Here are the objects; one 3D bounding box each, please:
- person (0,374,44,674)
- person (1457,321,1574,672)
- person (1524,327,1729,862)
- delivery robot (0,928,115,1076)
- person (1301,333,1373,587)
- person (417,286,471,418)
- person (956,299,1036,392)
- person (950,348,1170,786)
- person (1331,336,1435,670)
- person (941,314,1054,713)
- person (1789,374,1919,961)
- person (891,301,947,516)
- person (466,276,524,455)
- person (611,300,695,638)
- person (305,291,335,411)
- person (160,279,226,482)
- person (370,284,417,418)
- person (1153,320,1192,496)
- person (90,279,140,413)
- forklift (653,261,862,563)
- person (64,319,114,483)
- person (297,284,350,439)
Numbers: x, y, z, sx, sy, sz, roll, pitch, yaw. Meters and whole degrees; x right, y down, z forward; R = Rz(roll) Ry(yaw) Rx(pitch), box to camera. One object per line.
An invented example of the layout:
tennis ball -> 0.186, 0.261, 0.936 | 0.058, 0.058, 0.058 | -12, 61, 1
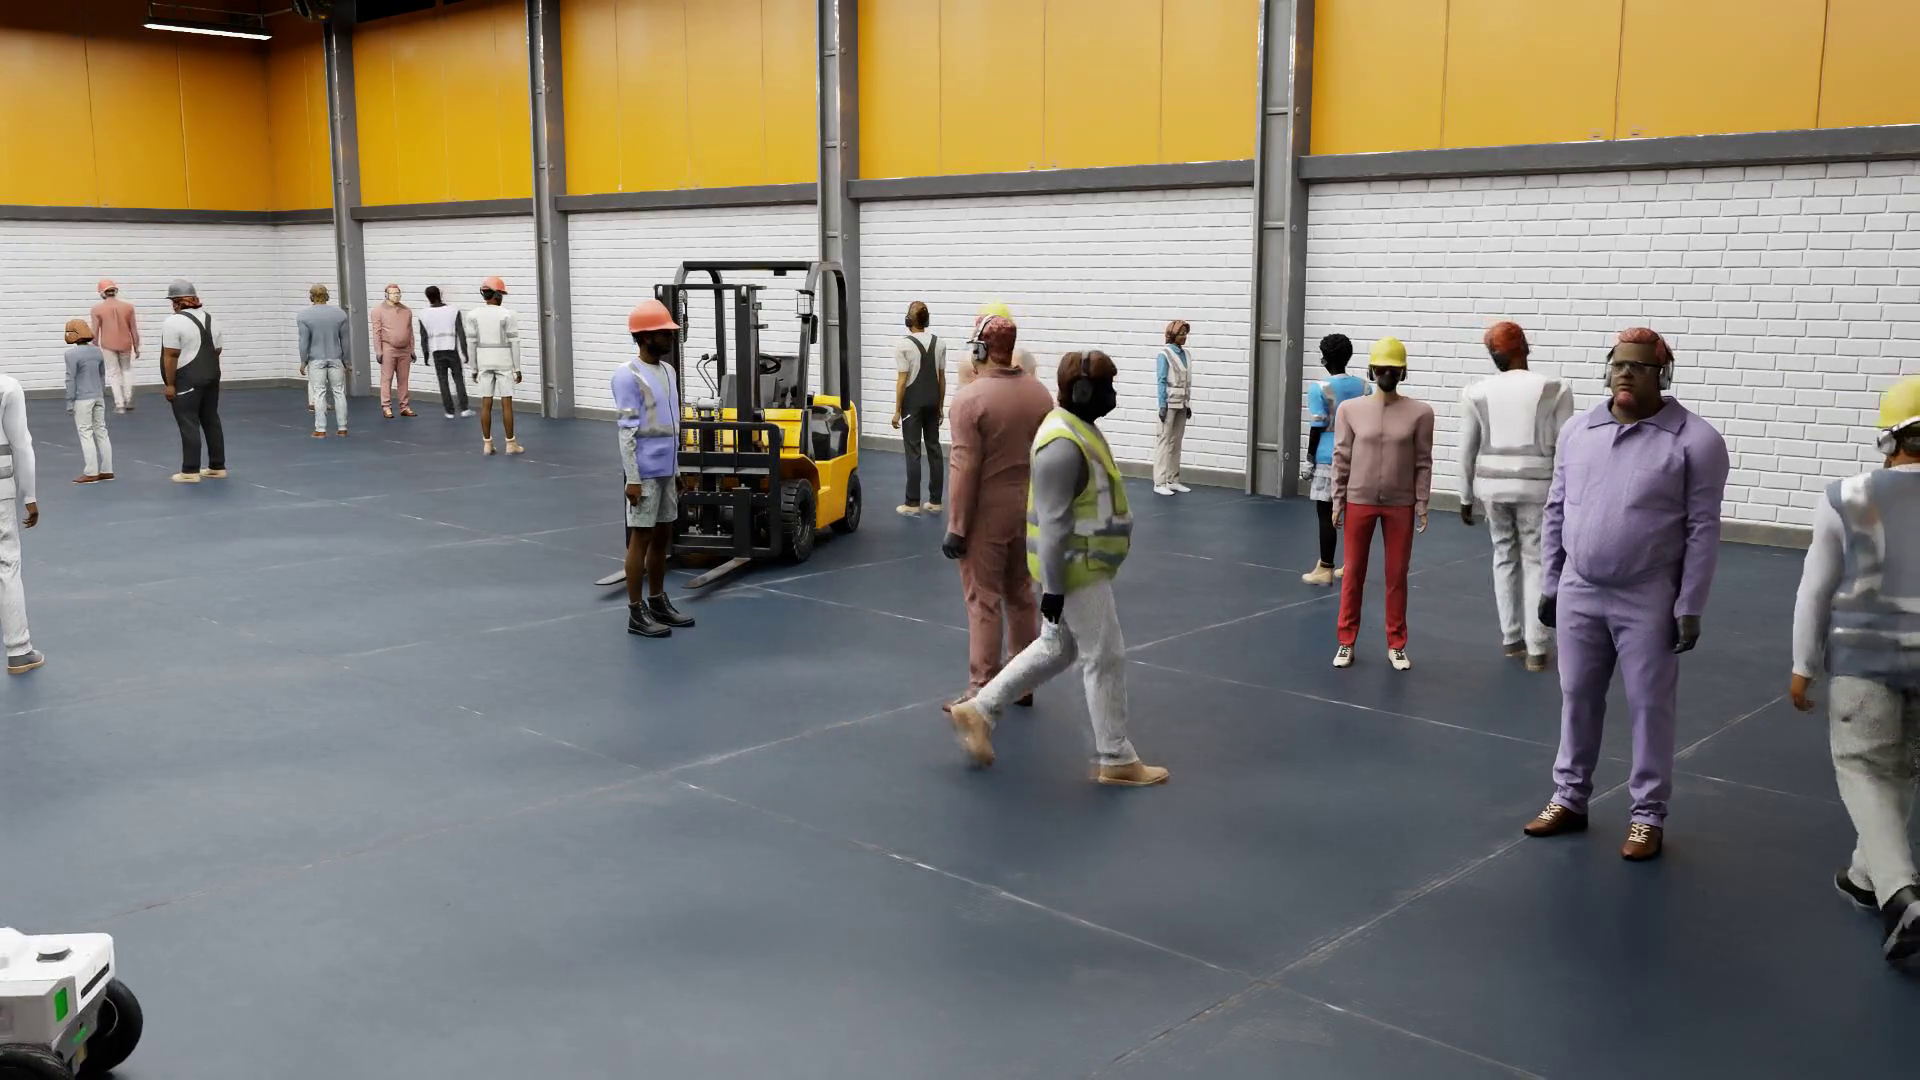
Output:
person -> -5.129, -0.225, 8.662 | 0.583, 1.884, 0.337 | -3, 10, -16
person -> 3.011, -0.246, 8.944 | 0.640, 1.848, 0.534 | 5, 11, 30
person -> 2.396, 0.190, 6.045 | 0.409, 1.913, 0.642 | -9, 13, -43
delivery robot -> -2.507, 1.132, 4.114 | 0.707, 0.478, 0.477 | -1, 10, -6
person -> 2.518, -0.533, 11.148 | 0.533, 1.692, 0.319 | -5, 11, -30
person -> -7.367, -2.674, 23.720 | 0.674, 1.872, 0.390 | -2, 10, -13
person -> 0.269, -0.759, 11.888 | 0.587, 1.910, 0.576 | -2, 10, -14
person -> 0.406, 0.113, 6.864 | 0.876, 1.811, 0.624 | 2, 9, 9
person -> 2.228, -0.190, 8.814 | 0.525, 1.772, 0.304 | 2, 9, 10
person -> 0.150, -0.112, 7.908 | 0.410, 1.909, 0.642 | 8, 12, 41
person -> 2.947, 0.390, 5.196 | 0.599, 1.798, 0.824 | 2, 9, 10
person -> -0.353, -1.128, 14.324 | 0.504, 1.847, 0.344 | -6, 11, -33
person -> -5.285, -1.977, 18.955 | 0.605, 2.036, 0.393 | 1, 9, 6
person -> -1.774, -0.415, 9.657 | 0.343, 1.942, 0.552 | 3, 10, 20
person -> -9.590, -2.860, 24.887 | 0.317, 1.865, 0.523 | 2, 9, 11
person -> -7.737, -1.614, 16.706 | 0.539, 2.000, 0.687 | 3, 10, 15
person -> -8.066, -2.700, 23.782 | 0.409, 1.909, 0.640 | 8, 12, 40
person -> 2.017, -1.246, 15.675 | 0.312, 1.639, 0.520 | 7, 12, 38
person -> -12.475, -2.854, 24.522 | 0.635, 1.967, 0.649 | -8, 12, -41
forklift -> -1.552, -1.040, 12.721 | 1.214, 2.155, 2.313 | 2, 9, 11
person -> -8.684, -1.379, 16.540 | 0.282, 1.626, 0.501 | 2, 9, 11
person -> -7.955, -2.231, 20.820 | 0.627, 1.934, 0.370 | -7, 11, -36
